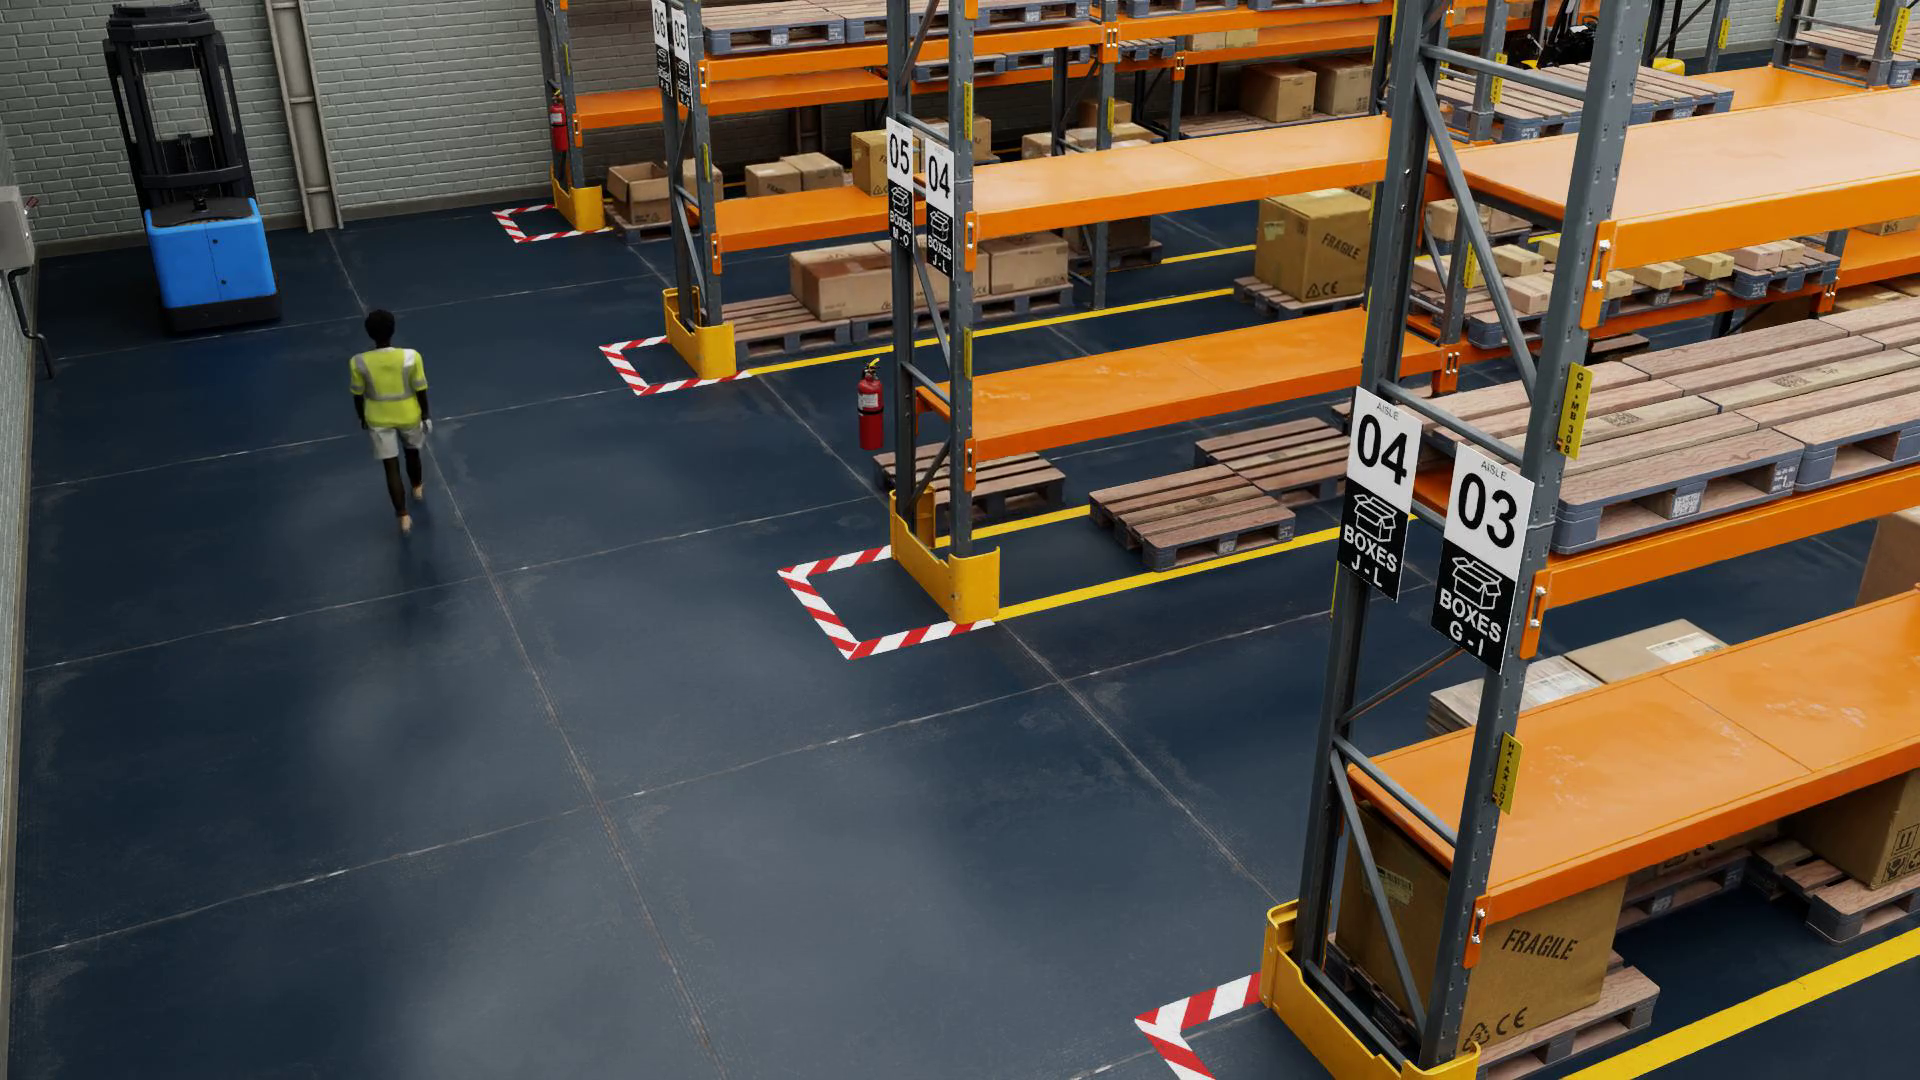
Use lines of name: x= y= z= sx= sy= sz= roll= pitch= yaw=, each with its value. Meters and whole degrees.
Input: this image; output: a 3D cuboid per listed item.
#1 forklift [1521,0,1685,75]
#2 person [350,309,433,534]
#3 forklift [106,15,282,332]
forklift: x=8.950 y=-6.807 z=23.056 sx=1.214 sy=2.155 sz=2.313 roll=-12 pitch=30 yaw=-22
person: x=-4.213 y=-0.927 z=12.374 sx=0.542 sy=1.645 sz=0.860 roll=-9 pitch=29 yaw=-16
forklift: x=-7.548 y=-3.672 z=16.323 sx=1.129 sy=2.768 sz=1.873 roll=-12 pitch=30 yaw=-22
